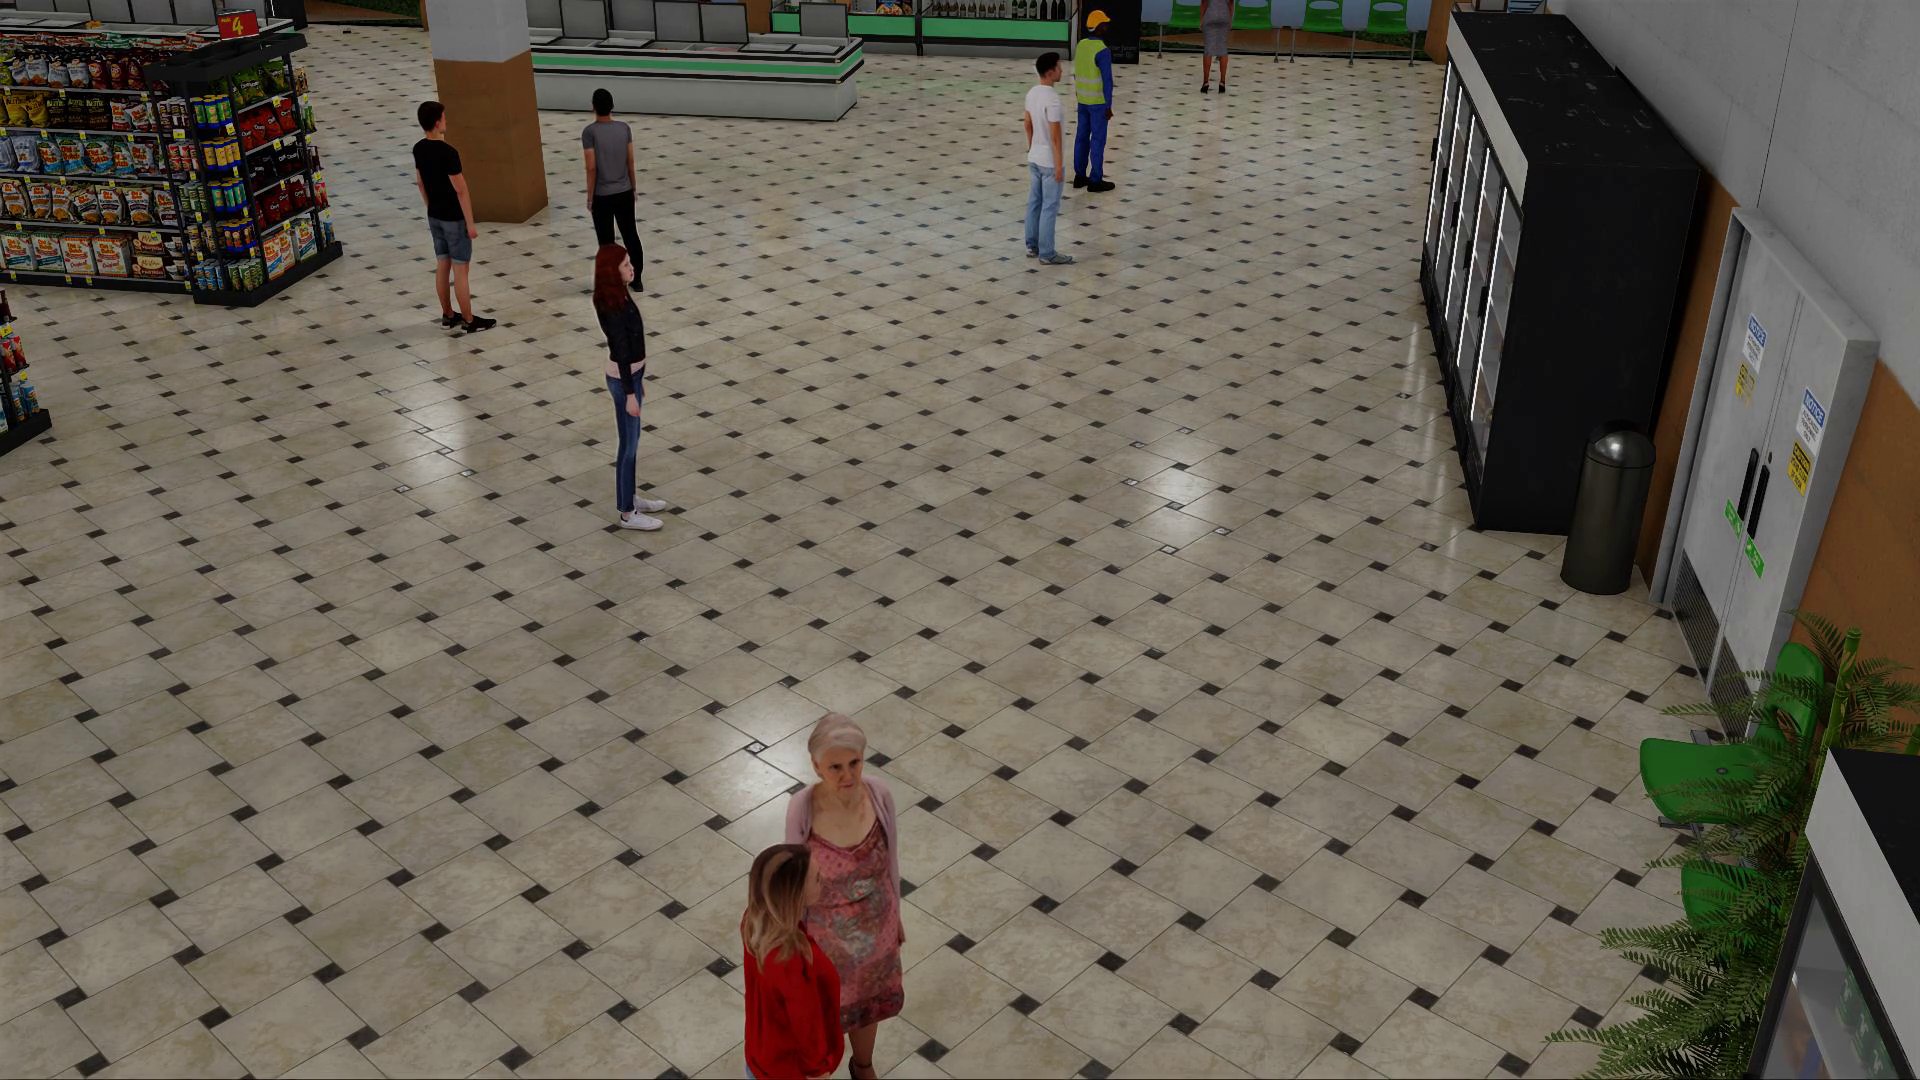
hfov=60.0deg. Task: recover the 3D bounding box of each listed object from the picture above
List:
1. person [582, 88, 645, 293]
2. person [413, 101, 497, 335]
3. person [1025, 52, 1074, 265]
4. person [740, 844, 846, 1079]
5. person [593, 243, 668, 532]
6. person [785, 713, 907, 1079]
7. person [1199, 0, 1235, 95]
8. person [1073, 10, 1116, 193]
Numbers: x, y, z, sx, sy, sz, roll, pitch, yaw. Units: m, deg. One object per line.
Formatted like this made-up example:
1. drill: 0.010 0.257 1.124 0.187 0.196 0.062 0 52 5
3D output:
1. person: -2.957 -2.943 14.100 0.702 1.754 0.745 -20 33 -34
2. person: -4.094 -2.571 13.266 0.643 1.846 0.791 17 31 30
3. person: 0.773 -3.424 14.932 0.770 1.861 0.750 -13 30 -24
4. person: -0.524 1.643 5.113 0.713 1.704 0.683 -14 30 -25
5. person: -2.019 -0.933 10.100 0.605 1.787 0.634 -2 27 -4
6. person: -0.408 1.325 5.756 0.681 1.690 0.757 -13 30 -24
7. person: 3.302 -6.663 21.406 0.492 1.781 0.670 1 27 2
8. person: 1.375 -4.543 17.192 0.803 1.812 0.738 -19 32 -32
